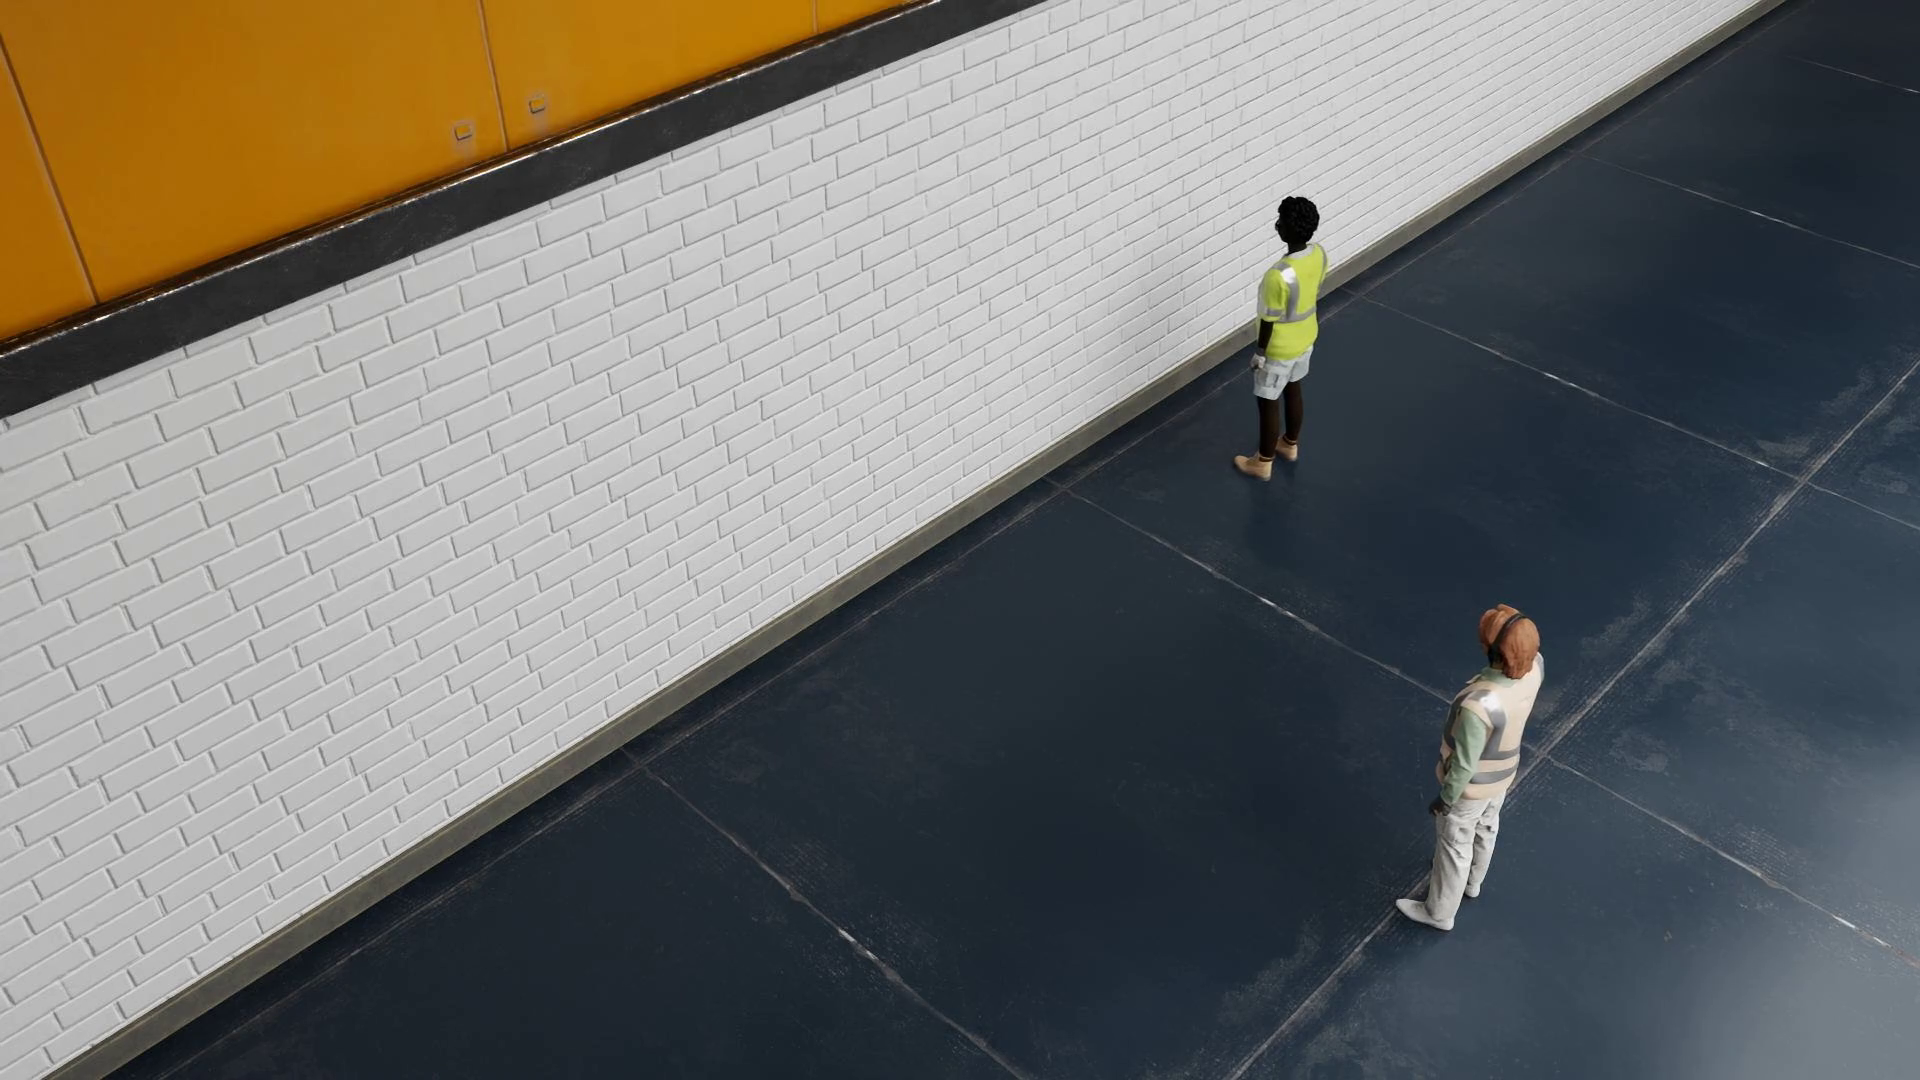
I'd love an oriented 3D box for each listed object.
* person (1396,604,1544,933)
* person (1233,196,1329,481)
[{"bbox_3d":[2.064,0.929,6.659,0.306,1.639,0.523,31,48,33],"label":"person"},{"bbox_3d":[1.783,-1.103,9.161,0.321,1.688,0.528,27,46,29],"label":"person"}]
